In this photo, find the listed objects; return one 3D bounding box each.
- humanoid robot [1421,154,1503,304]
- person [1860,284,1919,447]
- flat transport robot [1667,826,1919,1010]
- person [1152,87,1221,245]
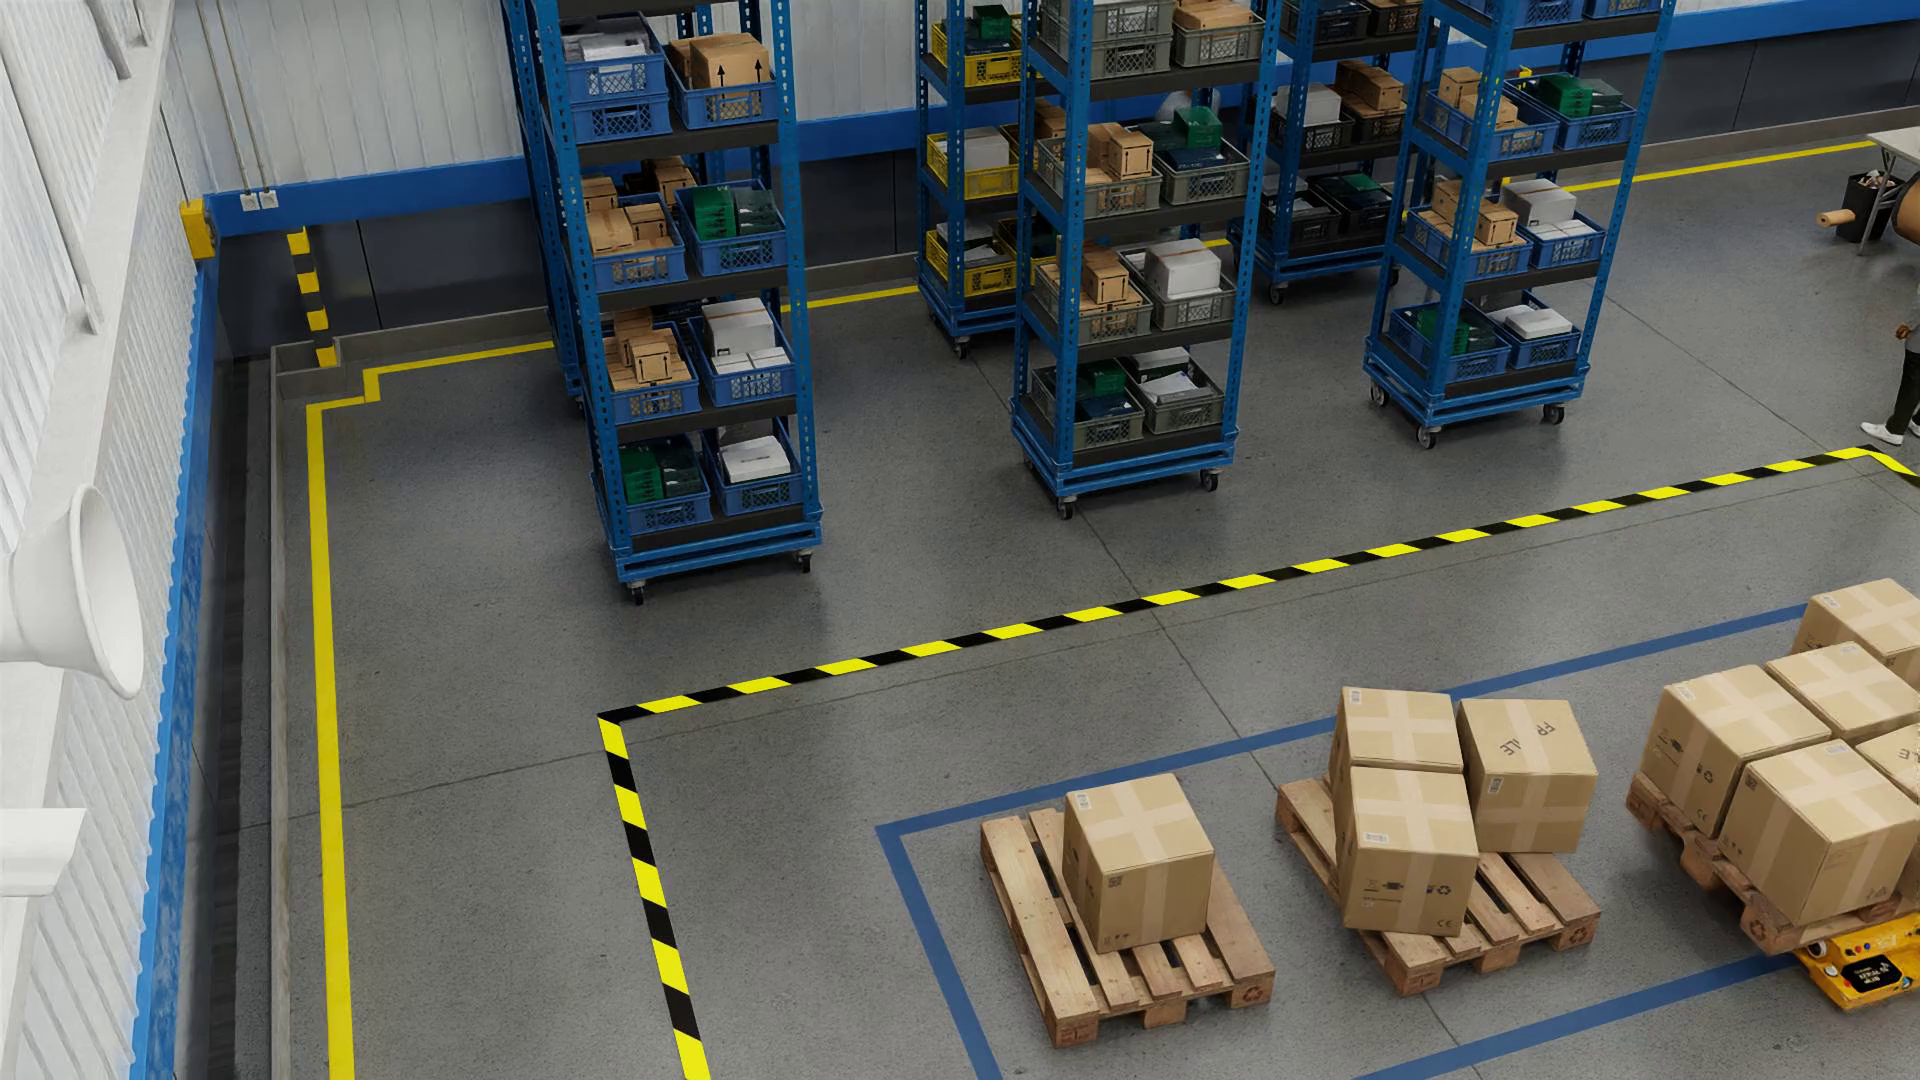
[{"bbox_3d":[3.708,-2.464,12.358,0.596,1.637,0.667,12,37,16],"label":"humanoid robot"},{"bbox_3d":[6.344,-1.468,10.763,0.587,1.853,0.374,-12,37,-16],"label":"person"},{"bbox_3d":[3.943,1.536,7.853,0.652,0.197,1.431,-11,37,-15],"label":"flat transport robot"},{"bbox_3d":[1.699,-2.703,12.450,0.628,1.933,0.381,-27,44,-33],"label":"person"}]
